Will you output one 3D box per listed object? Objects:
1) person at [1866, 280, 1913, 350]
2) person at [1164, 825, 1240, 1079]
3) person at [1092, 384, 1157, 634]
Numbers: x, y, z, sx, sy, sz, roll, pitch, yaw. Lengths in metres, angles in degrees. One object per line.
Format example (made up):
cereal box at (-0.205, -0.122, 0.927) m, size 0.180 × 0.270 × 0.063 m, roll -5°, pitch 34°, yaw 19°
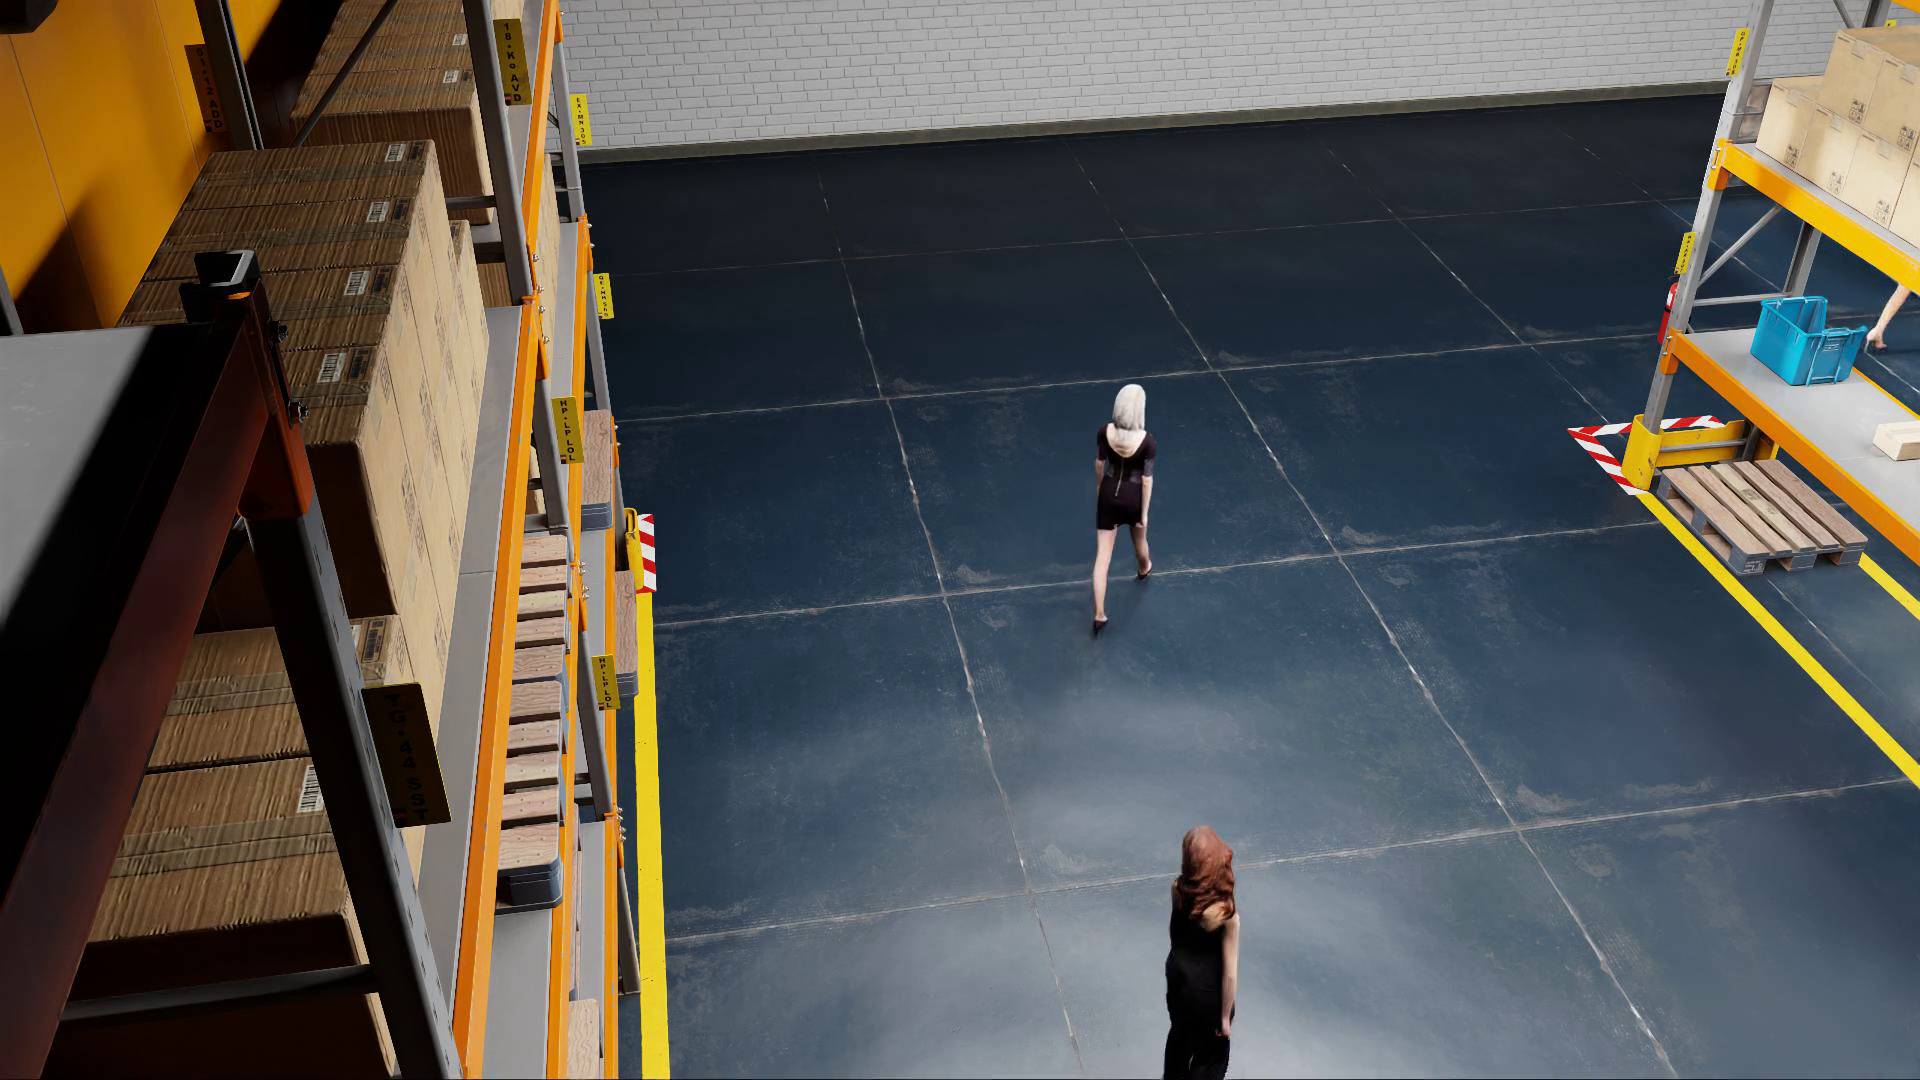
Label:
person at (8.569, -2.441, 14.745) m, size 0.774 × 1.750 × 1.100 m, roll -9°, pitch 35°, yaw -14°
person at (1.114, 2.153, 7.870) m, size 0.920 × 1.710 × 0.772 m, roll -16°, pitch 37°, yaw -23°
person at (1.059, -0.176, 11.303) m, size 0.997 × 1.788 × 1.221 m, roll 12°, pitch 35°, yaw 17°
